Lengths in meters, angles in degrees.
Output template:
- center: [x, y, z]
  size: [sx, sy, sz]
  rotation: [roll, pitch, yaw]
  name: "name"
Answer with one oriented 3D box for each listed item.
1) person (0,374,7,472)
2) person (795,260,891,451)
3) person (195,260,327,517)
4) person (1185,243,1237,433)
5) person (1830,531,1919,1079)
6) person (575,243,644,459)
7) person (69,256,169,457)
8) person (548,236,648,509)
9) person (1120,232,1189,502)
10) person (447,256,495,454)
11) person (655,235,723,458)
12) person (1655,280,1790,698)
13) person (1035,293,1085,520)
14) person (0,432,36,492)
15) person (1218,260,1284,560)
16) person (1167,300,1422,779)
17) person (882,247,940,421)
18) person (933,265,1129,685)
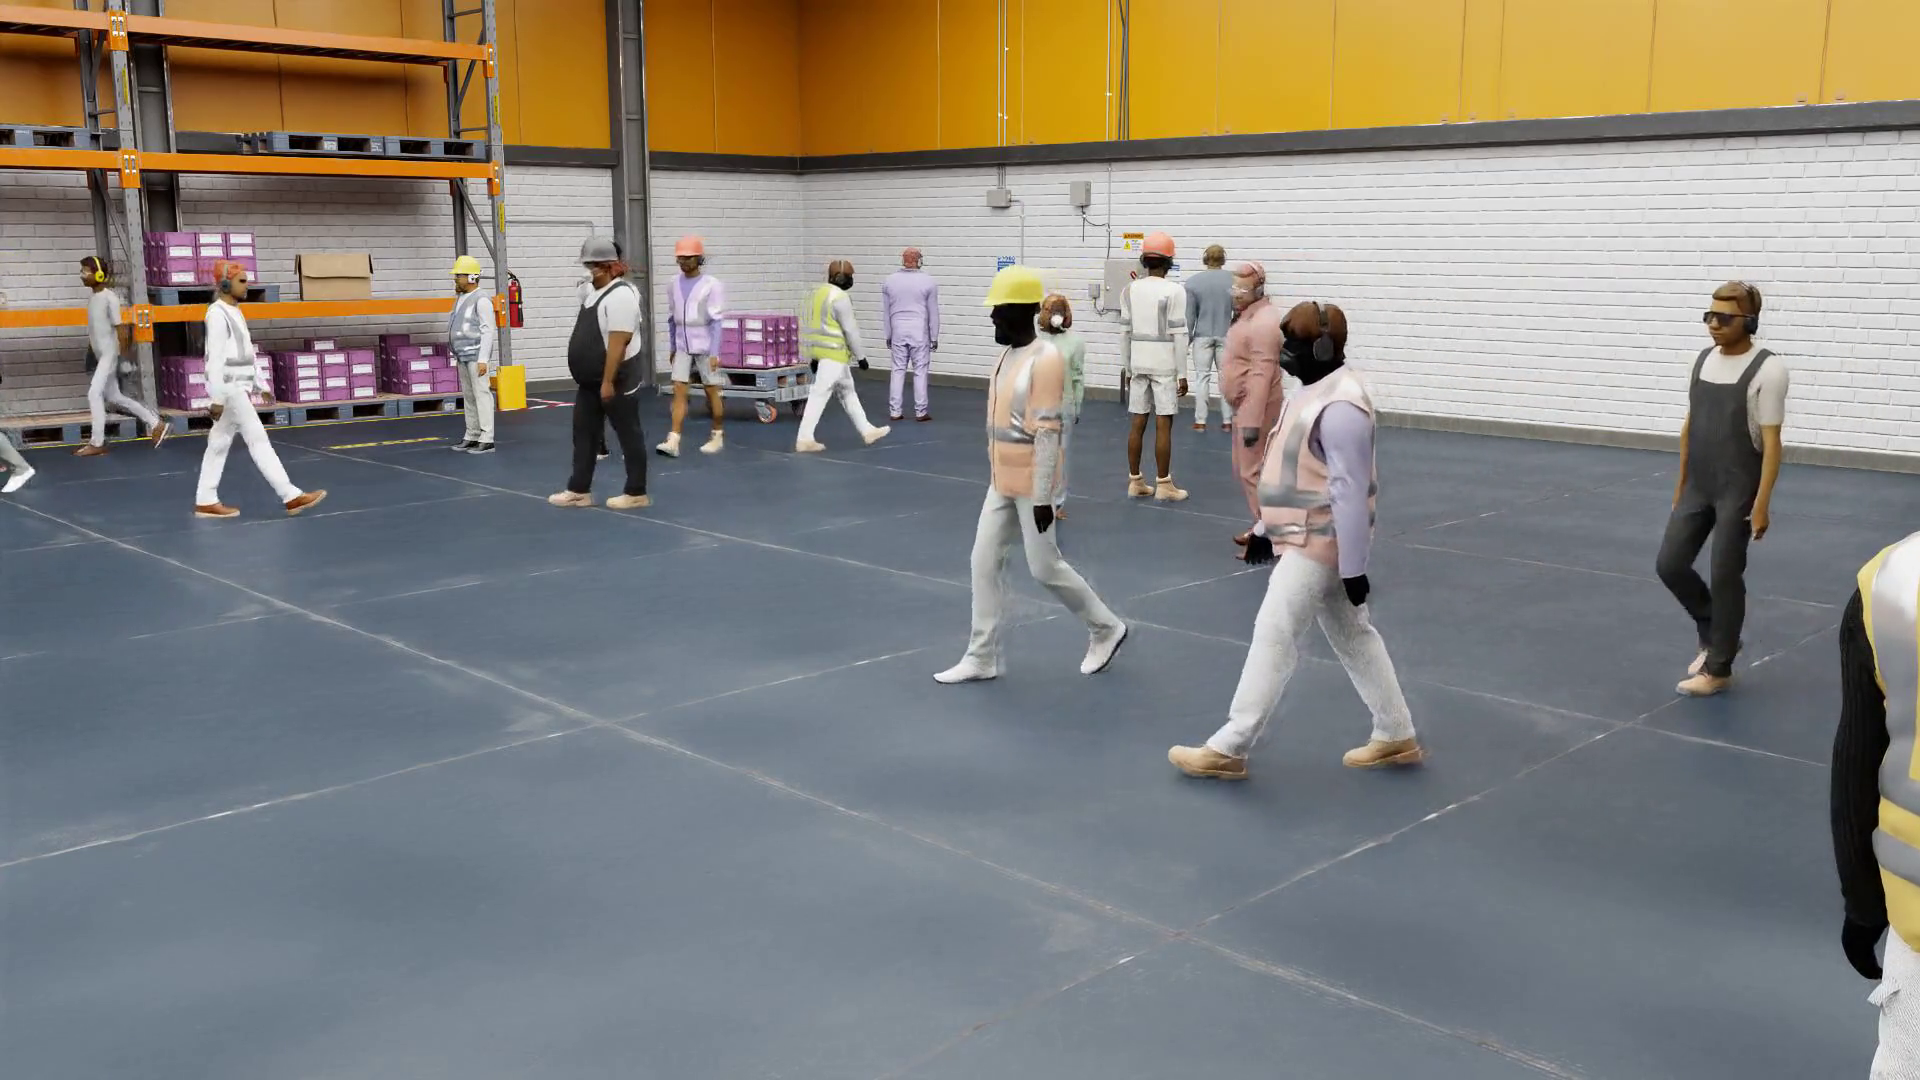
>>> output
- center: [-8.308, -1.429, 13.646]
  size: [0.594, 1.946, 1.007]
  rotation: [3, 11, 15]
  name: "person"
- center: [-1.126, -1.729, 15.664]
  size: [1.004, 1.780, 0.624]
  rotation: [-4, 11, -19]
  name: "person"
- center: [-5.084, -1.066, 11.912]
  size: [0.956, 1.839, 0.580]
  rotation: [-3, 11, -16]
  name: "person"
- center: [2.610, -2.066, 17.089]
  size: [0.635, 1.936, 0.356]
  rotation: [0, 10, 0]
  name: "person"
- center: [1.696, 0.638, 2.611]
  size: [0.429, 1.841, 0.634]
  rotation: [-7, 12, -32]
  name: "person"
- center: [-3.158, -1.708, 15.064]
  size: [0.614, 1.962, 0.365]
  rotation: [2, 11, 8]
  name: "person"
- center: [-7.868, -1.712, 15.454]
  size: [0.860, 1.841, 0.521]
  rotation: [-10, 14, -43]
  name: "person"
- center: [-2.696, -1.218, 12.183]
  size: [0.833, 2.000, 0.712]
  rotation: [-6, 12, -30]
  name: "person"
- center: [1.499, -1.308, 12.668]
  size: [0.608, 2.044, 0.379]
  rotation: [10, 14, 43]
  name: "person"
- center: [-4.560, -1.723, 15.508]
  size: [0.404, 1.833, 0.588]
  rotation: [-9, 14, -41]
  name: "person"
- center: [-2.454, -1.744, 15.122]
  size: [0.650, 2.008, 0.958]
  rotation: [5, 12, 25]
  name: "person"
- center: [3.300, -0.208, 7.240]
  size: [0.398, 1.830, 0.540]
  rotation: [-5, 11, -25]
  name: "person"
- center: [0.651, -0.988, 12.090]
  size: [0.504, 1.612, 0.687]
  rotation: [-1, 10, -3]
  name: "person"
- center: [-7.776, -1.257, 12.864]
  size: [0.606, 1.879, 1.037]
  rotation: [9, 13, 39]
  name: "person"
- center: [1.838, -0.798, 10.383]
  size: [0.468, 1.864, 0.698]
  rotation: [0, 10, 0]
  name: "person"
- center: [1.313, 0.013, 6.185]
  size: [0.976, 1.796, 0.626]
  rotation: [1, 10, 5]
  name: "person"
- center: [-0.521, -2.240, 18.162]
  size: [0.644, 1.900, 0.403]
  rotation: [3, 11, 17]
  name: "person"
- center: [0.342, -0.289, 7.521]
  size: [0.892, 1.894, 0.594]
  rotation: [-4, 11, -22]
  name: "person"
